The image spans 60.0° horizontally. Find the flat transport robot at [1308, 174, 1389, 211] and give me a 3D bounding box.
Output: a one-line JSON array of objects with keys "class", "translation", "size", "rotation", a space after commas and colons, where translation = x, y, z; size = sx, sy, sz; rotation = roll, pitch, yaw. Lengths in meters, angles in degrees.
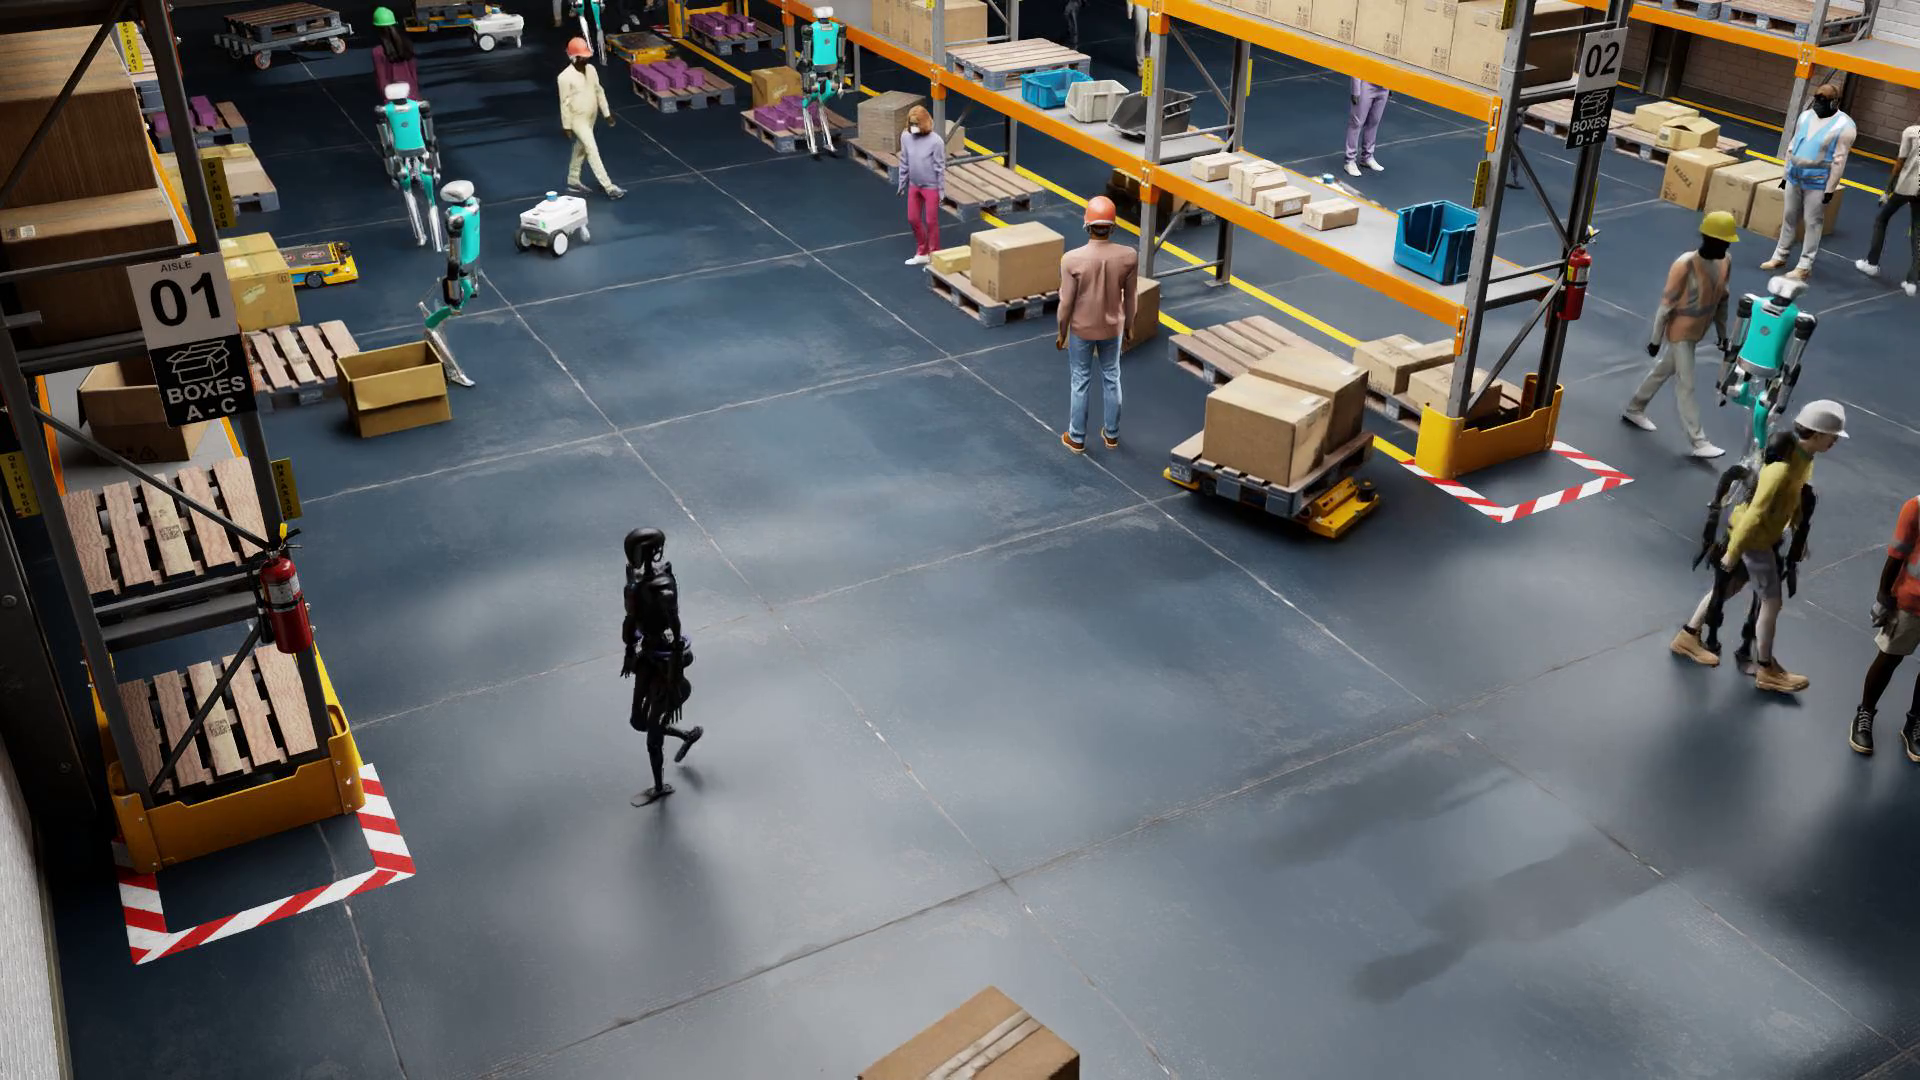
[{"class": "flat transport robot", "translation": [3.910, -3.566, 17.617], "size": [0.659, 0.231, 1.431], "rotation": [-9, 31, -16]}]

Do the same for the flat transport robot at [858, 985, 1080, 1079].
[{"class": "flat transport robot", "translation": [0.132, 2.803, 6.530], "size": [0.659, 0.231, 1.431], "rotation": [4, 30, 7]}]

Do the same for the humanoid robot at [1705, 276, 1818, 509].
[{"class": "humanoid robot", "translation": [5.794, -1.090, 11.935], "size": [1.066, 1.791, 0.563], "rotation": [-24, 38, -35]}]

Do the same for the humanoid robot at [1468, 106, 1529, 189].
[{"class": "humanoid robot", "translation": [5.952, -4.636, 18.075], "size": [0.587, 1.635, 0.608], "rotation": [17, 34, 26]}]

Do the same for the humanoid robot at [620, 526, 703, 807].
[{"class": "humanoid robot", "translation": [-1.600, 0.662, 8.859], "size": [0.478, 1.644, 0.611], "rotation": [-21, 36, -32]}]

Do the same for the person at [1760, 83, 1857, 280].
[{"class": "person", "translation": [8.041, -3.398, 15.760], "size": [0.430, 1.839, 0.630], "rotation": [-12, 32, -20]}]

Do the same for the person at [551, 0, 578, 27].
[{"class": "person", "translation": [-6.003, -8.672, 24.956], "size": [0.646, 1.816, 0.594], "rotation": [2, 30, 4]}]

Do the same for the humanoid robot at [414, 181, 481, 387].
[{"class": "humanoid robot", "translation": [-4.203, -2.033, 13.496], "size": [0.821, 1.802, 0.586], "rotation": [2, 30, 3]}]

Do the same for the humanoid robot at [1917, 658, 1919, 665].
[{"class": "humanoid robot", "translation": [6.147, 0.118, 9.783], "size": [0.609, 1.649, 0.354], "rotation": [-6, 30, -10]}]

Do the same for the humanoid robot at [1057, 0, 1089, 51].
[{"class": "humanoid robot", "translation": [1.542, -7.531, 23.163], "size": [0.668, 1.648, 0.596], "rotation": [13, 32, 21]}]

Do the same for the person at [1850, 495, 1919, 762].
[{"class": "person", "translation": [5.345, 0.344, 9.122], "size": [0.605, 1.958, 0.374], "rotation": [8, 31, 13]}]

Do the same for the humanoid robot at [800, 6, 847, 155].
[{"class": "humanoid robot", "translation": [-1.618, -5.286, 19.003], "size": [0.533, 1.677, 0.735], "rotation": [-12, 32, -21]}]

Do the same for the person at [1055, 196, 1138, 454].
[{"class": "person", "translation": [1.015, -1.600, 12.465], "size": [0.620, 1.992, 0.392], "rotation": [-7, 31, -12]}]

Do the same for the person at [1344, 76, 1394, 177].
[{"class": "person", "translation": [4.608, -5.038, 18.536], "size": [0.636, 1.910, 0.407], "rotation": [-18, 34, -28]}]

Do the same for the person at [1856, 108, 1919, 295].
[{"class": "person", "translation": [8.871, -3.274, 15.555], "size": [0.599, 1.823, 0.855], "rotation": [1, 30, 2]}]

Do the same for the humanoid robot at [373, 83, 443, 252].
[{"class": "humanoid robot", "translation": [-5.383, -3.663, 16.356], "size": [0.554, 1.779, 0.862], "rotation": [-10, 31, -16]}]

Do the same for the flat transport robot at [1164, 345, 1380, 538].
[{"class": "flat transport robot", "translation": [2.267, -0.427, 12.152], "size": [1.431, 0.231, 0.659], "rotation": [22, 37, 34]}]

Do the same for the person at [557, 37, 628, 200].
[{"class": "person", "translation": [-3.959, -4.511, 17.811], "size": [0.889, 1.704, 0.584], "rotation": [12, 32, 20]}]

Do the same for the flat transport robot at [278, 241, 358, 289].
[{"class": "flat transport robot", "translation": [-6.538, -2.568, 15.880], "size": [1.431, 0.231, 0.659], "rotation": [-12, 32, -21]}]

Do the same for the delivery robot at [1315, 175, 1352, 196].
[{"class": "delivery robot", "translation": [3.775, -3.449, 17.130], "size": [0.499, 0.598, 0.791], "rotation": [-10, 31, -17]}]

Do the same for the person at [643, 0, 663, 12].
[{"class": "person", "translation": [-4.873, -9.022, 25.659], "size": [0.572, 1.715, 0.478], "rotation": [11, 32, 18]}]

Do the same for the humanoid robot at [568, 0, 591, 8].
[{"class": "humanoid robot", "translation": [-6.062, -9.206, 26.041], "size": [0.600, 1.639, 0.449], "rotation": [5, 30, 8]}]

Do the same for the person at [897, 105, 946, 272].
[{"class": "person", "translation": [-0.361, -3.364, 15.910], "size": [0.511, 1.618, 0.323], "rotation": [19, 35, 29]}]

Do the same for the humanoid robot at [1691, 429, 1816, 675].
[{"class": "humanoid robot", "translation": [4.716, 0.057, 9.901], "size": [0.591, 1.638, 0.386], "rotation": [17, 34, 27]}]

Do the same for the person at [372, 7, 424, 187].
[{"class": "person", "translation": [-6.099, -4.807, 18.117], "size": [0.506, 1.930, 0.453], "rotation": [-24, 37, -35]}]

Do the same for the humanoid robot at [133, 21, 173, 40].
[{"class": "humanoid robot", "translation": [-10.733, -6.848, 21.916], "size": [0.587, 1.654, 0.359], "rotation": [-21, 36, -32]}]

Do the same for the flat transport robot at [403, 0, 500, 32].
[{"class": "flat transport robot", "translation": [-7.660, -7.883, 25.133], "size": [1.431, 0.231, 0.659], "rotation": [-10, 31, -17]}]

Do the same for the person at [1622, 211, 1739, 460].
[{"class": "person", "translation": [5.547, -1.574, 12.542], "size": [0.596, 1.871, 0.995], "rotation": [-19, 35, -30]}]

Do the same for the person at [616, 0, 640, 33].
[{"class": "person", "translation": [-5.012, -8.418, 24.511], "size": [0.567, 1.815, 0.600], "rotation": [-15, 33, -24]}]

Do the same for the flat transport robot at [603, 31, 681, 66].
[{"class": "flat transport robot", "translation": [-4.502, -6.919, 23.455], "size": [0.659, 0.231, 1.431], "rotation": [-15, 33, -25]}]

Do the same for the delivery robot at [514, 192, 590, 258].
[{"class": "delivery robot", "translation": [-4.063, -3.182, 16.655], "size": [0.520, 0.587, 0.753], "rotation": [14, 33, 23]}]

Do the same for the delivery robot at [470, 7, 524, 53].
[{"class": "delivery robot", "translation": [-6.668, -7.338, 23.898], "size": [0.767, 0.595, 0.515], "rotation": [-14, 33, -23]}]

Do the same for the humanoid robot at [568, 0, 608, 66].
[{"class": "humanoid robot", "translation": [-5.167, -7.463, 22.947], "size": [0.556, 1.762, 0.868], "rotation": [-7, 31, -12]}]

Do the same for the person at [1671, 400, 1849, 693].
[{"class": "person", "translation": [4.810, 0.027, 9.779], "size": [0.906, 1.841, 0.488], "rotation": [20, 35, 31]}]

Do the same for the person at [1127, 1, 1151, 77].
[{"class": "person", "translation": [2.519, -7.154, 22.240], "size": [0.601, 1.883, 0.429], "rotation": [-4, 30, -8]}]
